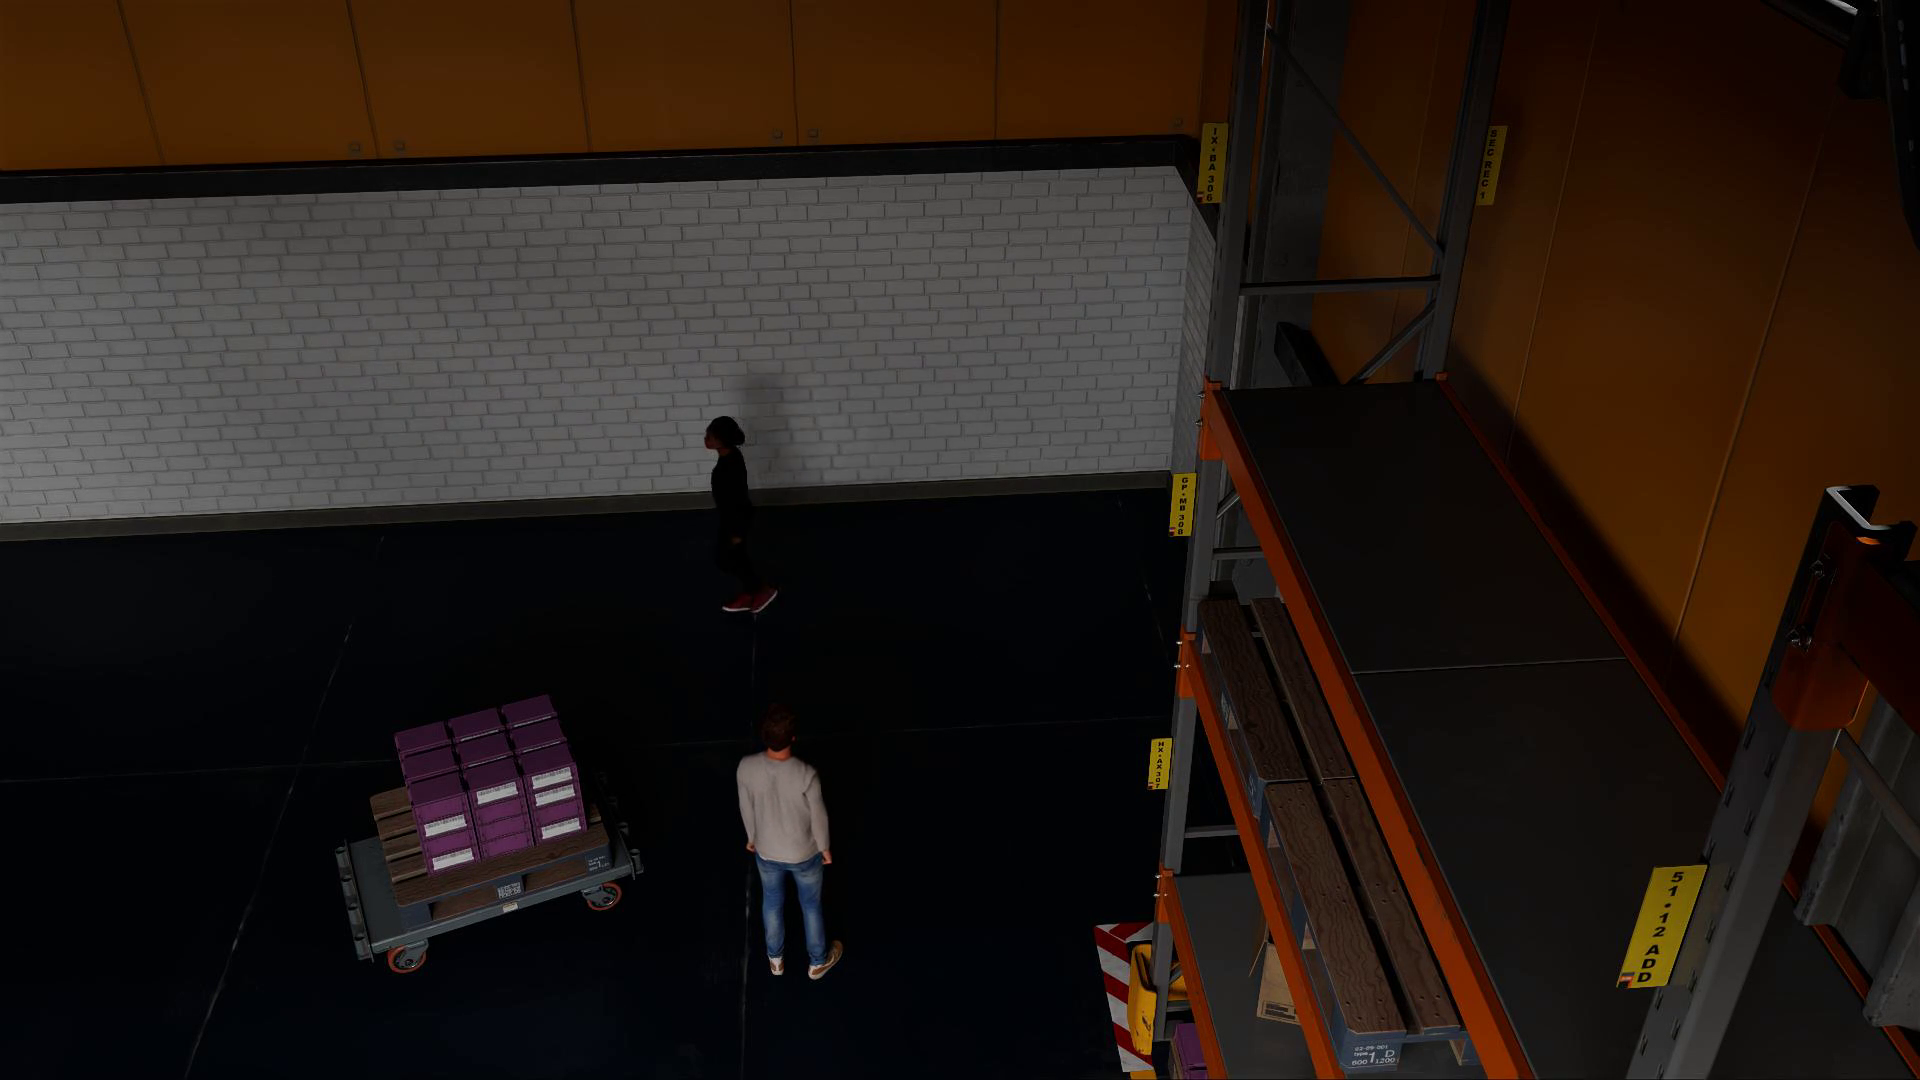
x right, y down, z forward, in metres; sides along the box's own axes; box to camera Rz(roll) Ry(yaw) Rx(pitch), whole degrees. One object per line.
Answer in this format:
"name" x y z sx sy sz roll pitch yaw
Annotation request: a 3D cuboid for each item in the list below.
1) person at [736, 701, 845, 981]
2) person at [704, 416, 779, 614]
"person" -0.941 1.669 9.124 0.729 1.905 0.692 7 34 11
"person" -1.556 -0.159 12.089 0.661 1.668 0.607 -2 34 -3
